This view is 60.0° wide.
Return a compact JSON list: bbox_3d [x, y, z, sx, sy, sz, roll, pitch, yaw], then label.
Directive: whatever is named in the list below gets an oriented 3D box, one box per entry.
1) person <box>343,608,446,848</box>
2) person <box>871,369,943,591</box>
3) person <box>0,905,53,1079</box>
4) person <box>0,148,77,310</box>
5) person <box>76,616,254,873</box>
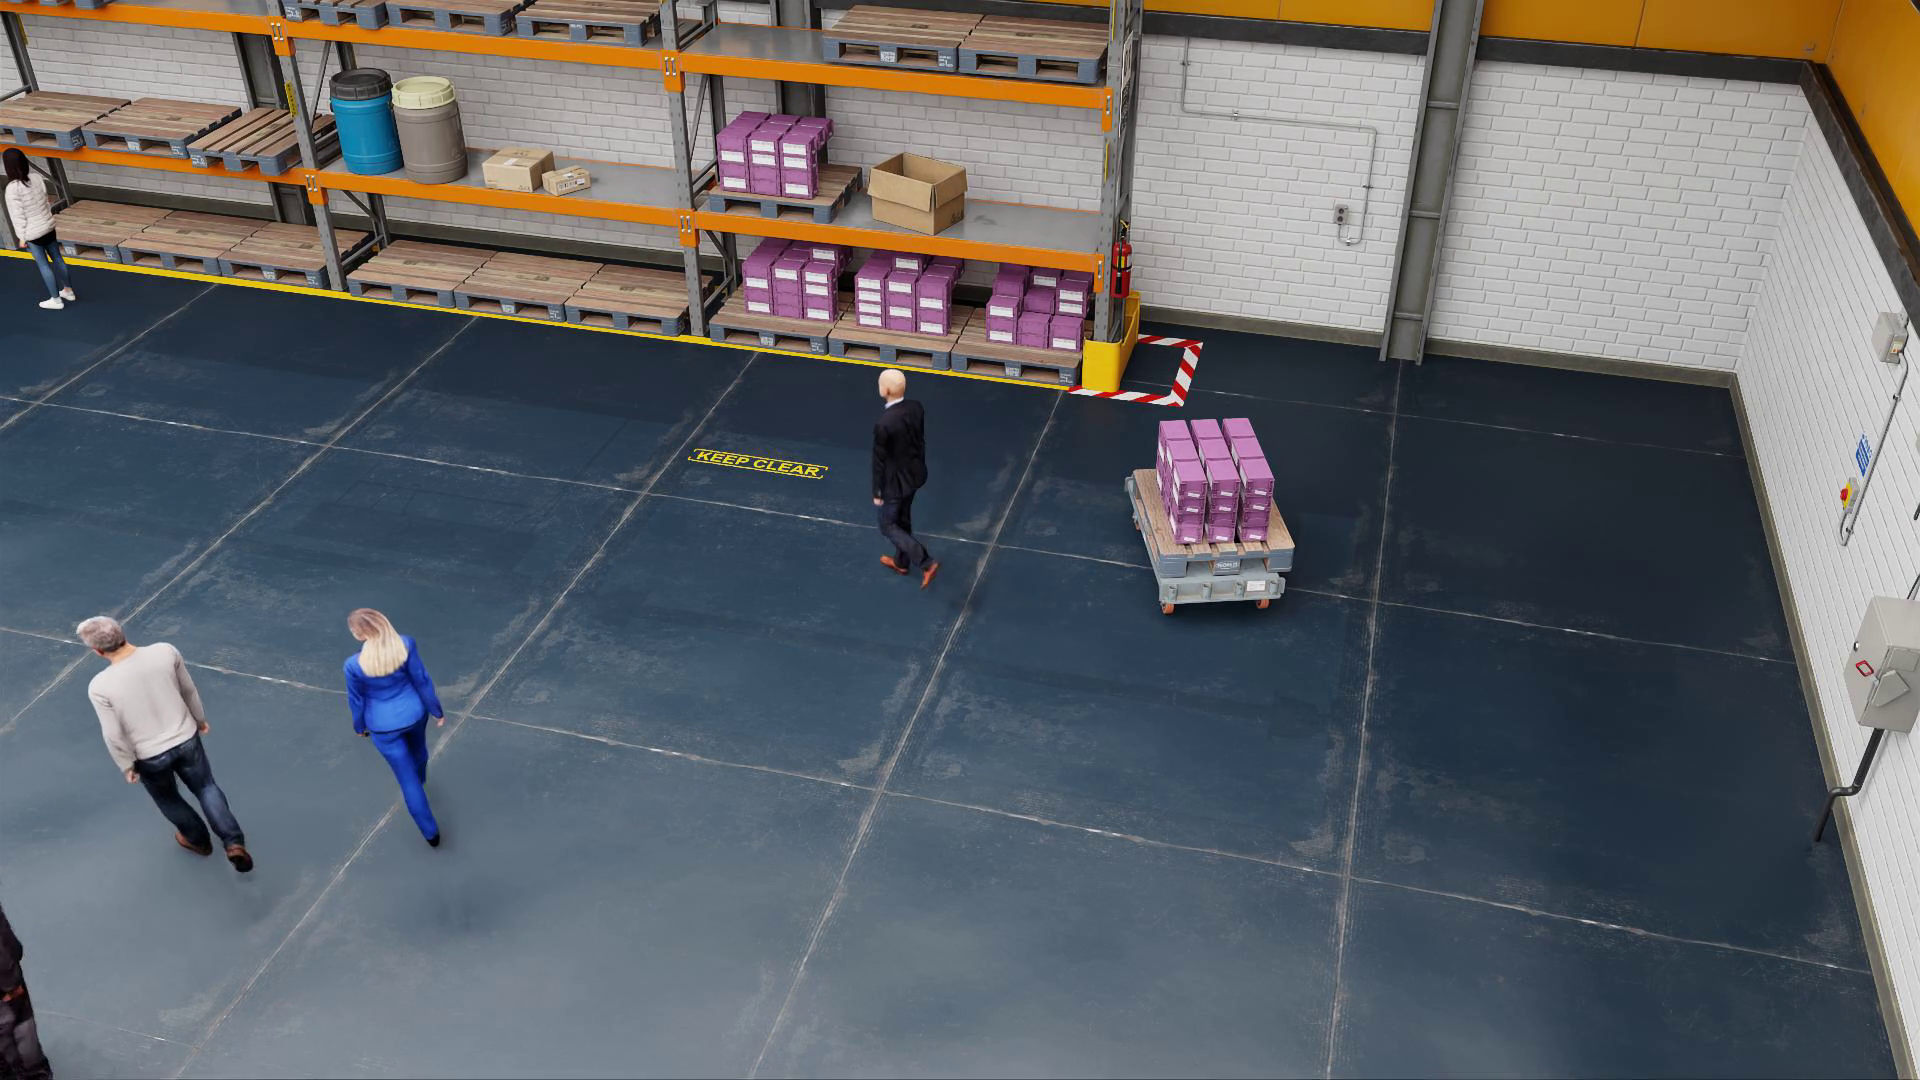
[{"bbox_3d":[-3.364,1.173,10.054,1.037,1.661,1.135,-20,38,-27],"label":"person"},{"bbox_3d":[-0.386,-0.418,12.335,1.056,1.785,0.894,23,40,31],"label":"person"},{"bbox_3d":[-4.969,2.192,8.416,0.585,1.777,0.970,19,38,26],"label":"person"},{"bbox_3d":[-9.155,-3.099,16.501,0.531,1.638,0.606,8,34,12],"label":"person"},{"bbox_3d":[-4.625,1.252,9.751,1.189,1.865,1.013,28,42,35],"label":"person"}]
